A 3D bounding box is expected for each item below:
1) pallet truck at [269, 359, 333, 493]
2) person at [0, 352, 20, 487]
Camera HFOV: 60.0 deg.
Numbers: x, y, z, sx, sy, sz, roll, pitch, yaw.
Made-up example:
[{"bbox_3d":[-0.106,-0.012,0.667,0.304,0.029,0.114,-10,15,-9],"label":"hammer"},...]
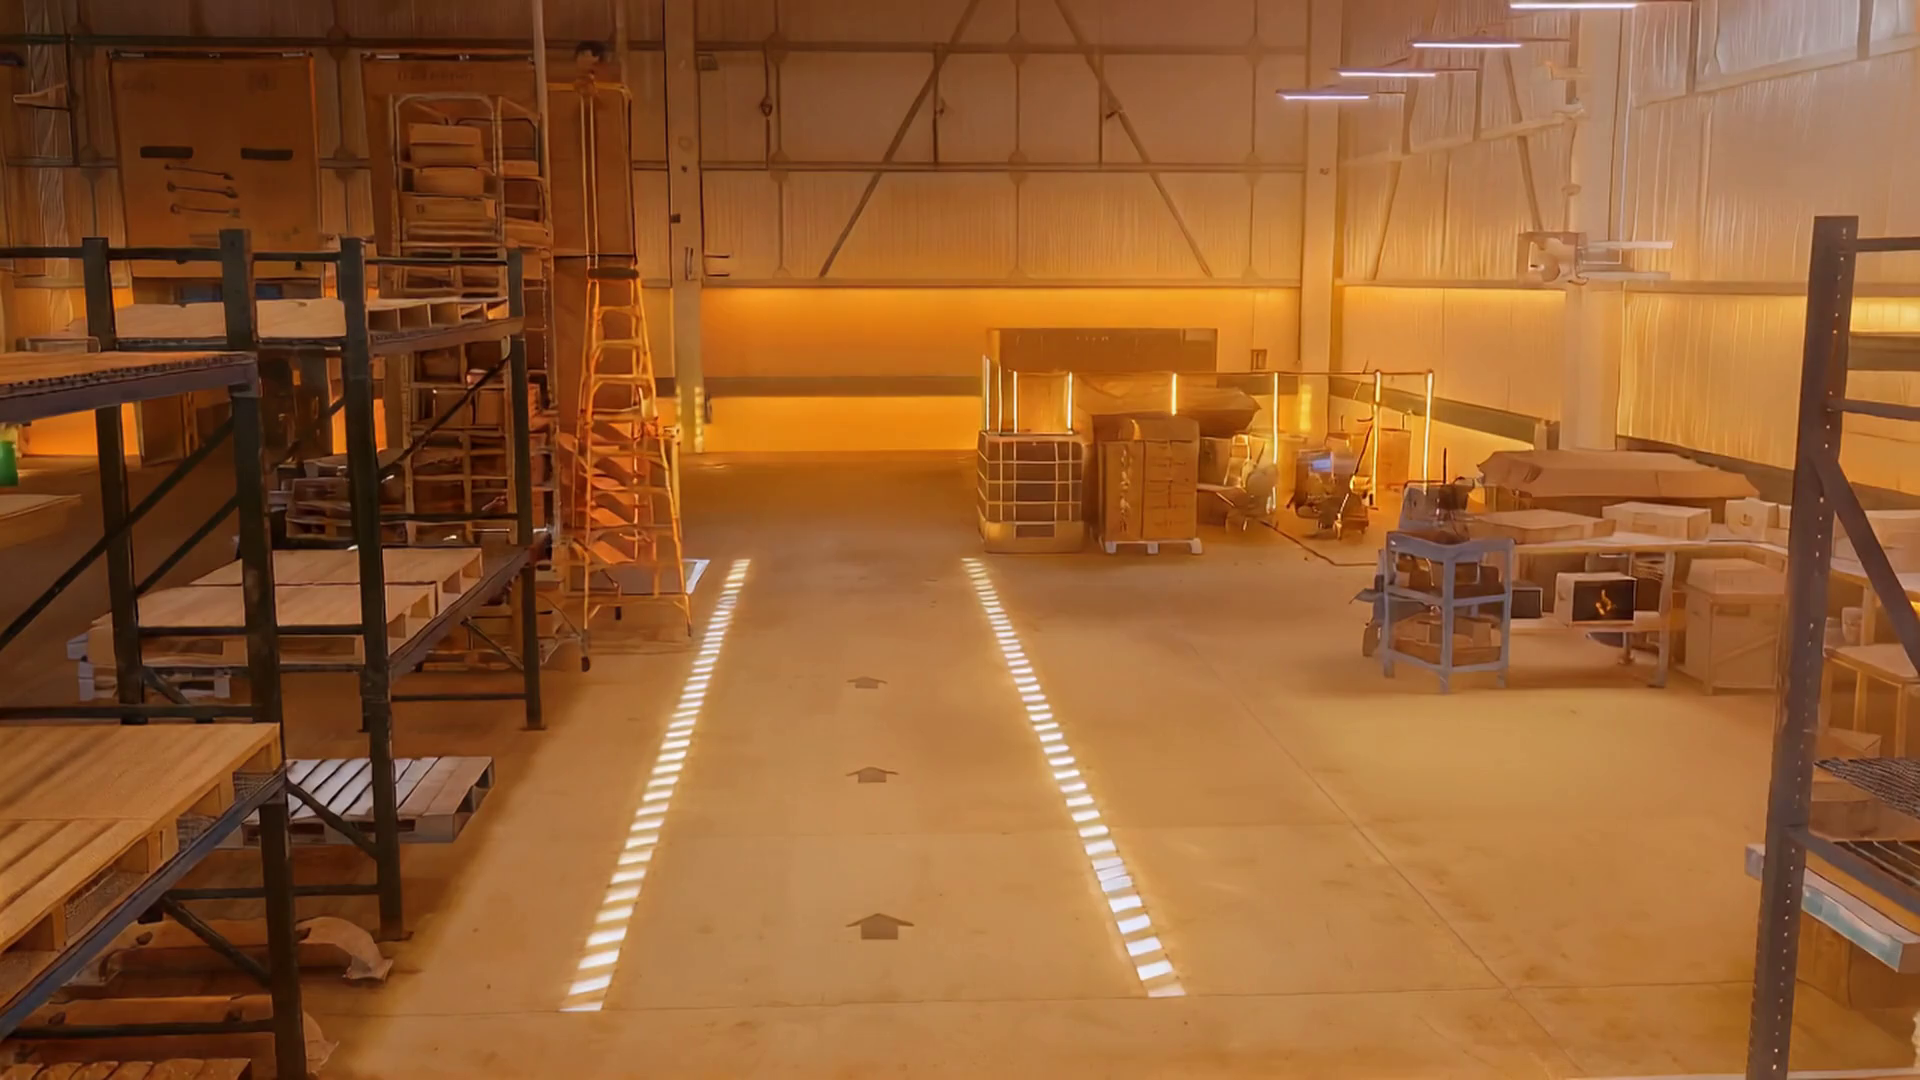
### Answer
[{"bbox_3d":[-7.062,-1.131,18.996,1.885,1.965,0.823,2,9,13],"label":"pallet truck"},{"bbox_3d":[-13.113,-1.681,22.672,0.388,1.930,0.544,-9,13,-44],"label":"person"}]
